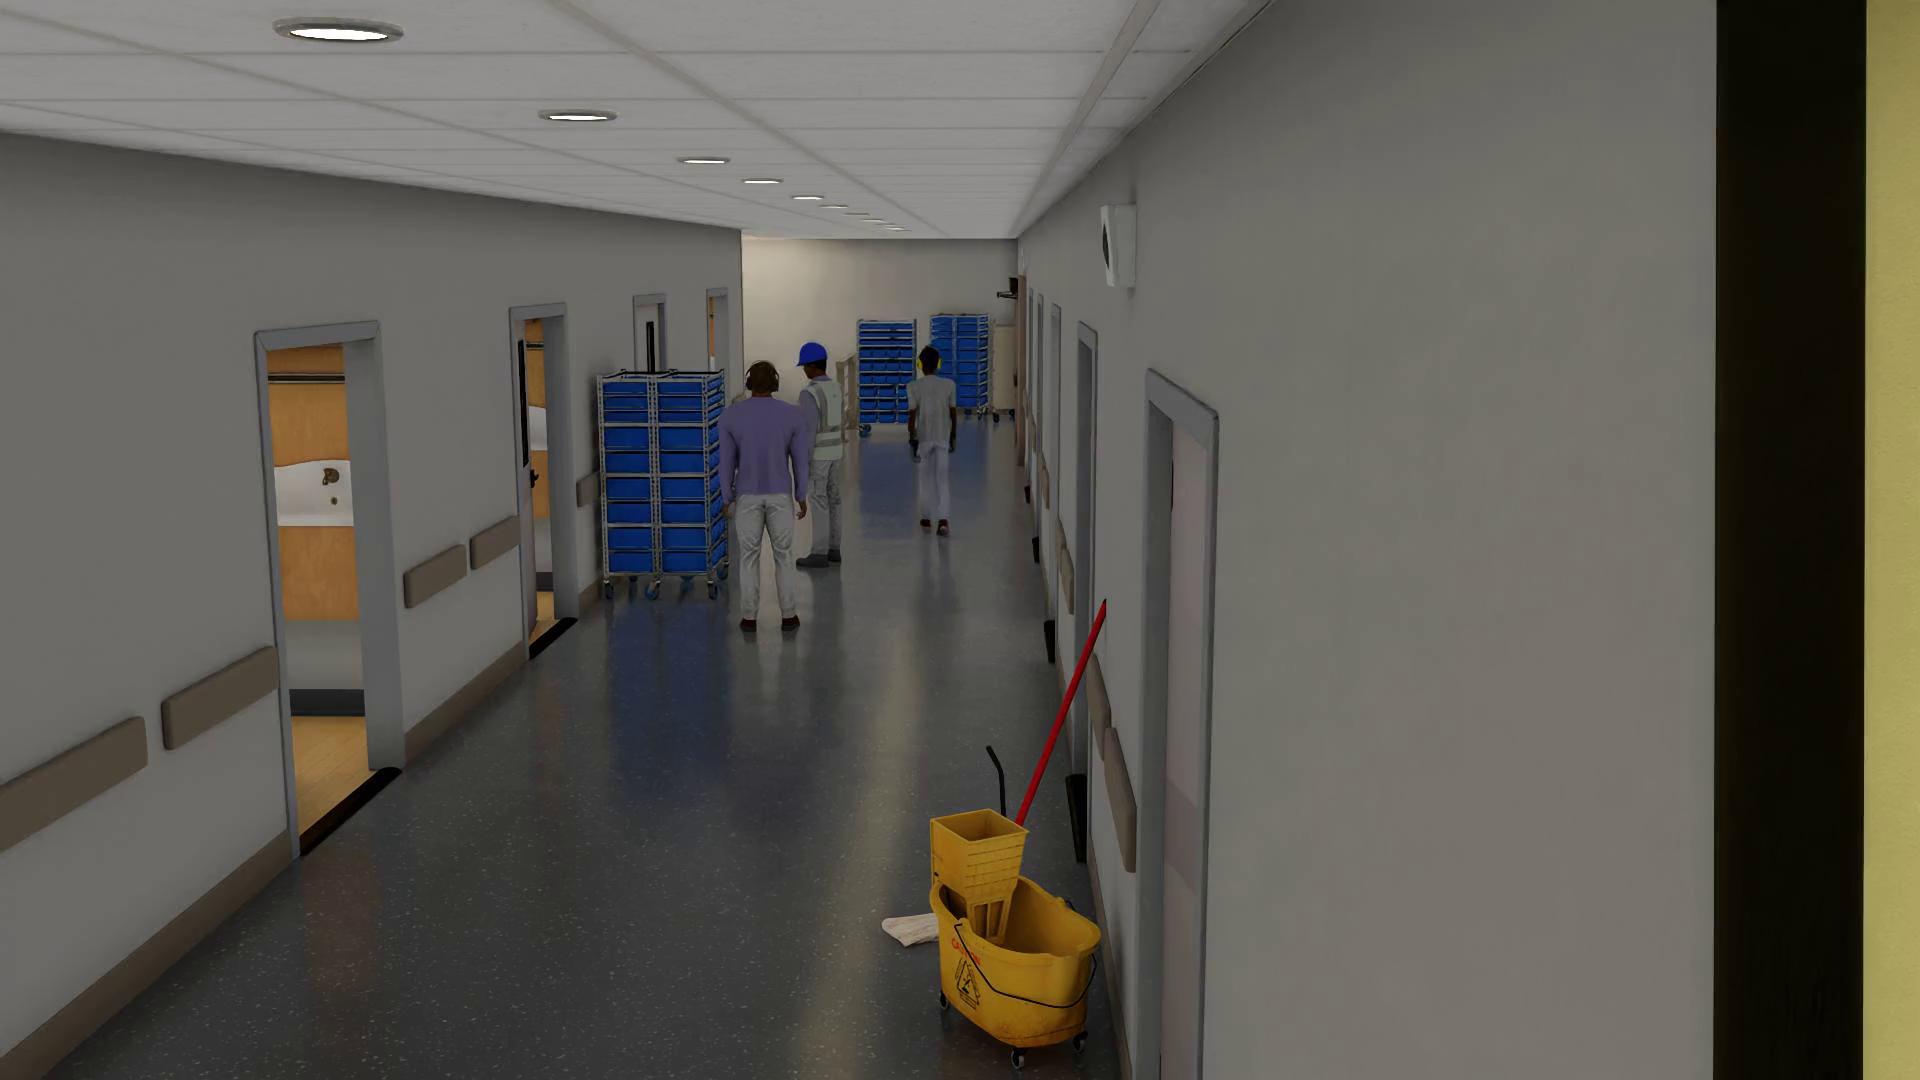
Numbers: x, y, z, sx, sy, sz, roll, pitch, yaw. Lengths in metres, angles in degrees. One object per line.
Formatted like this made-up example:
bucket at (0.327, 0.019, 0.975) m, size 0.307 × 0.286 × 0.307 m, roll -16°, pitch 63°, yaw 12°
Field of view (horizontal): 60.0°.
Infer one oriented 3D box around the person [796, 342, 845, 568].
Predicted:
person at (-1.214, -0.732, 14.356) m, size 0.395 × 1.940 × 0.601 m, roll 4°, pitch 10°, yaw 23°

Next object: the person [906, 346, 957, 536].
person at (-0.261, -0.963, 16.113) m, size 0.512 × 1.826 × 0.991 m, roll -1°, pitch 10°, yaw -4°

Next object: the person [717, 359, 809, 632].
person at (-1.390, -0.308, 11.815) m, size 0.635 × 1.937 × 0.353 m, roll -1°, pitch 10°, yaw -7°
